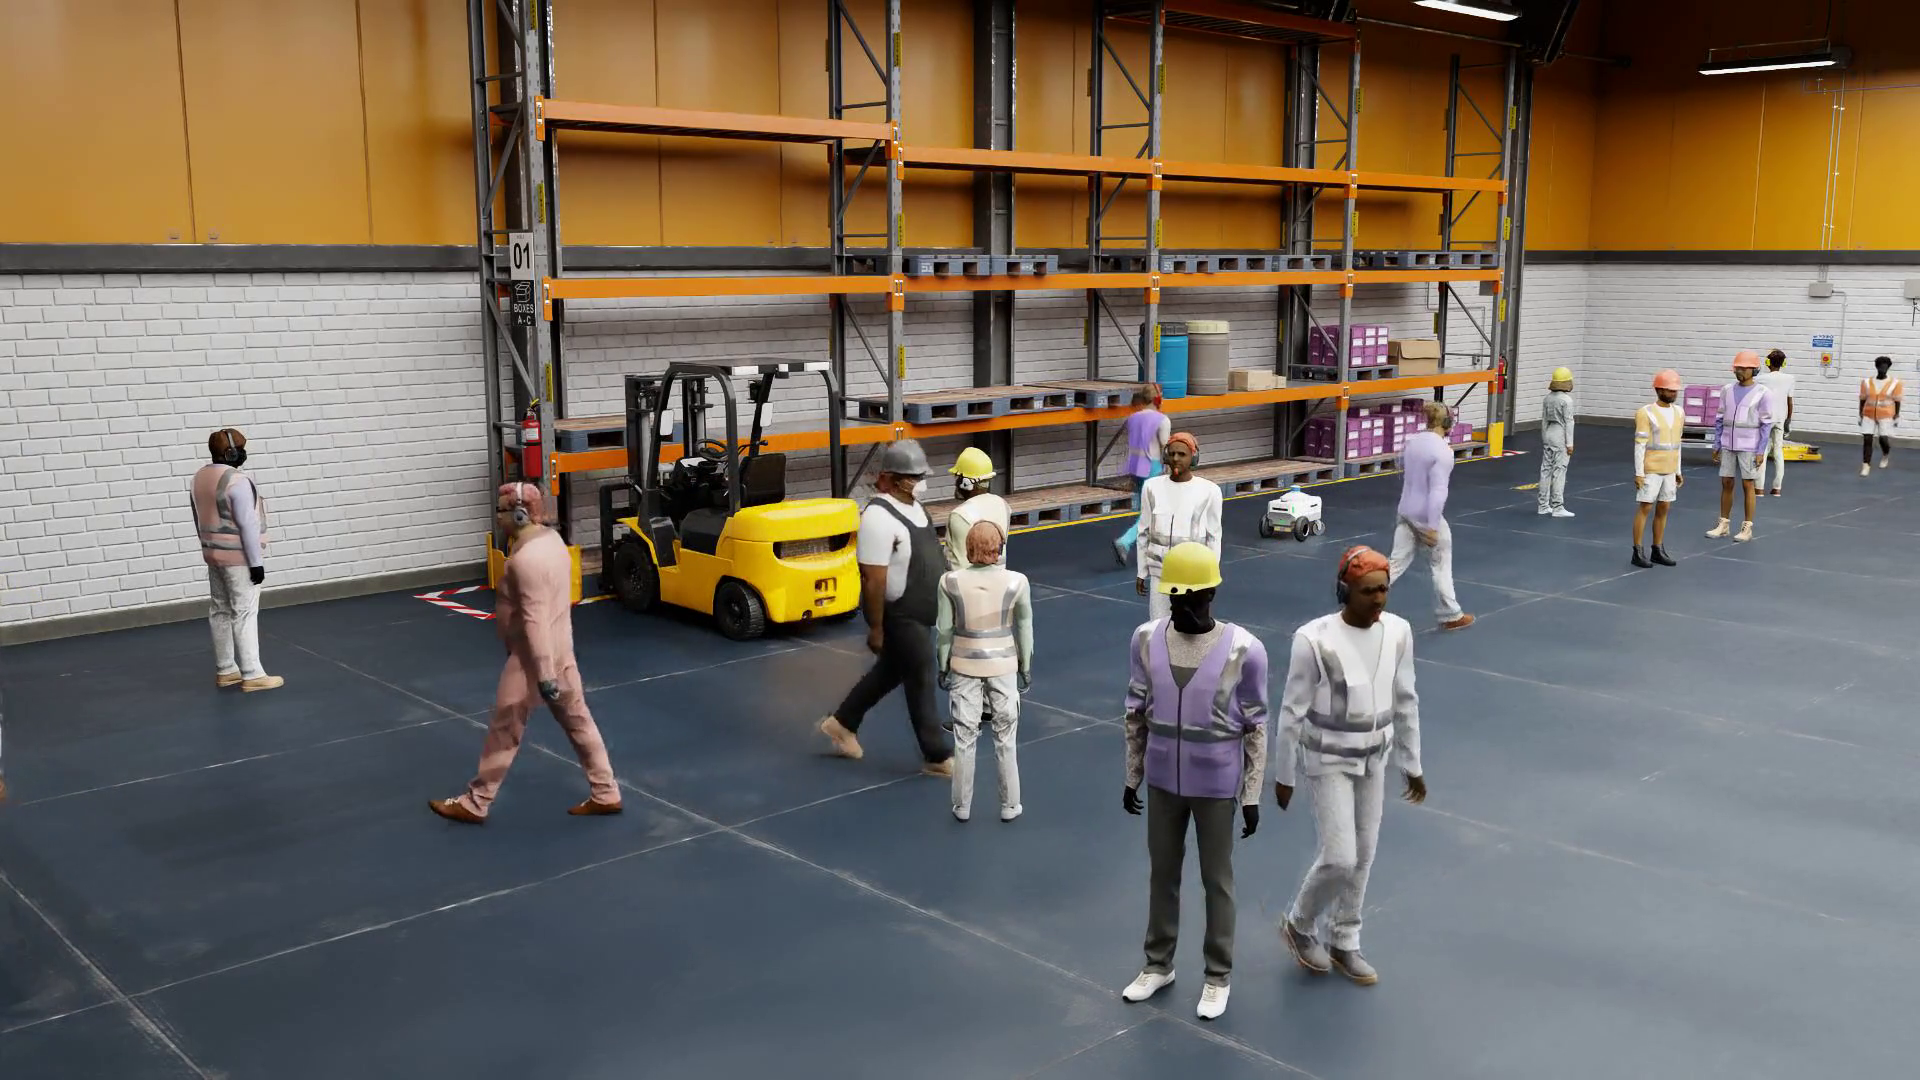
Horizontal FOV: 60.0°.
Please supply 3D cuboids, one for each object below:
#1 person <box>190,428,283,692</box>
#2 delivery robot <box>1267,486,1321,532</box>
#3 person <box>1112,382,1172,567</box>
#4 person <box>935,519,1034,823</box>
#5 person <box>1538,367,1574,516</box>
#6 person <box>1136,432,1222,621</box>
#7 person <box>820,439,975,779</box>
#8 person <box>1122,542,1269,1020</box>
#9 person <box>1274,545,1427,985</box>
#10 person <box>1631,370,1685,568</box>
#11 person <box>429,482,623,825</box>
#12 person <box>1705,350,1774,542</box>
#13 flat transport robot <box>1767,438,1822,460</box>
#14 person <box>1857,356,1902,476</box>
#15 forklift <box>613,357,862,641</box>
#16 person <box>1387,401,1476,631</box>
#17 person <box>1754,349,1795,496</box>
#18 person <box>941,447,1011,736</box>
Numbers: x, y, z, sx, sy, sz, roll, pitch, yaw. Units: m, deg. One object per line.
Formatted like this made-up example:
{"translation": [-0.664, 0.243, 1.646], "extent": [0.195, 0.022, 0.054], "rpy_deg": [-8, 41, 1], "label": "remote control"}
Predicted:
{"translation": [-5.072, 0.138, 11.653], "extent": [0.619, 1.845, 0.430], "rpy_deg": [7, 12, 34], "label": "person"}
{"translation": [3.616, -0.343, 17.960], "extent": [0.477, 0.478, 0.707], "rpy_deg": [7, 12, 37], "label": "delivery robot"}
{"translation": [1.781, -0.623, 16.171], "extent": [0.705, 1.822, 0.582], "rpy_deg": [-5, 11, -29], "label": "person"}
{"translation": [0.130, 0.707, 8.911], "extent": [0.524, 1.639, 0.308], "rpy_deg": [1, 10, 3], "label": "person"}
{"translation": [7.005, -1.148, 19.463], "extent": [0.284, 1.746, 0.492], "rpy_deg": [-3, 10, -19], "label": "person"}
{"translation": [1.436, 0.225, 11.018], "extent": [0.575, 1.885, 0.355], "rpy_deg": [5, 11, 25], "label": "person"}
{"translation": [-0.397, 0.361, 9.764], "extent": [0.966, 2.000, 0.698], "rpy_deg": [3, 10, 15], "label": "person"}
{"translation": [0.918, 0.952, 6.636], "extent": [0.593, 1.924, 0.384], "rpy_deg": [6, 11, 30], "label": "person"}
{"translation": [1.612, 0.939, 6.883], "extent": [0.614, 1.867, 0.398], "rpy_deg": [-5, 11, -28], "label": "person"}
{"translation": [6.843, -0.692, 16.238], "extent": [0.553, 1.934, 0.366], "rpy_deg": [-3, 10, -19], "label": "person"}
{"translation": [-2.303, 0.609, 8.881], "extent": [1.008, 1.853, 0.645], "rpy_deg": [1, 10, 3], "label": "person"}
{"translation": [8.312, -1.003, 17.731], "extent": [0.366, 2.048, 0.607], "rpy_deg": [-6, 12, -33], "label": "person"}
{"translation": [12.319, -1.392, 25.202], "extent": [0.652, 0.197, 1.431], "rpy_deg": [-1, 10, -6], "label": "flat transport robot"}
{"translation": [12.709, -1.715, 22.983], "extent": [0.531, 1.686, 0.484], "rpy_deg": [9, 13, 41], "label": "person"}
{"translation": [-1.847, -0.414, 13.852], "extent": [1.214, 2.155, 2.313], "rpy_deg": [-9, 13, -42], "label": "forklift"}
{"translation": [3.679, -0.170, 13.373], "extent": [1.034, 1.887, 0.673], "rpy_deg": [-3, 10, -15], "label": "person"}
{"translation": [10.260, -1.481, 21.053], "extent": [0.530, 1.871, 0.323], "rpy_deg": [0, 10, 1], "label": "person"}
{"translation": [0.082, 0.325, 10.574], "extent": [0.403, 1.837, 0.591], "rpy_deg": [5, 11, 29], "label": "person"}
